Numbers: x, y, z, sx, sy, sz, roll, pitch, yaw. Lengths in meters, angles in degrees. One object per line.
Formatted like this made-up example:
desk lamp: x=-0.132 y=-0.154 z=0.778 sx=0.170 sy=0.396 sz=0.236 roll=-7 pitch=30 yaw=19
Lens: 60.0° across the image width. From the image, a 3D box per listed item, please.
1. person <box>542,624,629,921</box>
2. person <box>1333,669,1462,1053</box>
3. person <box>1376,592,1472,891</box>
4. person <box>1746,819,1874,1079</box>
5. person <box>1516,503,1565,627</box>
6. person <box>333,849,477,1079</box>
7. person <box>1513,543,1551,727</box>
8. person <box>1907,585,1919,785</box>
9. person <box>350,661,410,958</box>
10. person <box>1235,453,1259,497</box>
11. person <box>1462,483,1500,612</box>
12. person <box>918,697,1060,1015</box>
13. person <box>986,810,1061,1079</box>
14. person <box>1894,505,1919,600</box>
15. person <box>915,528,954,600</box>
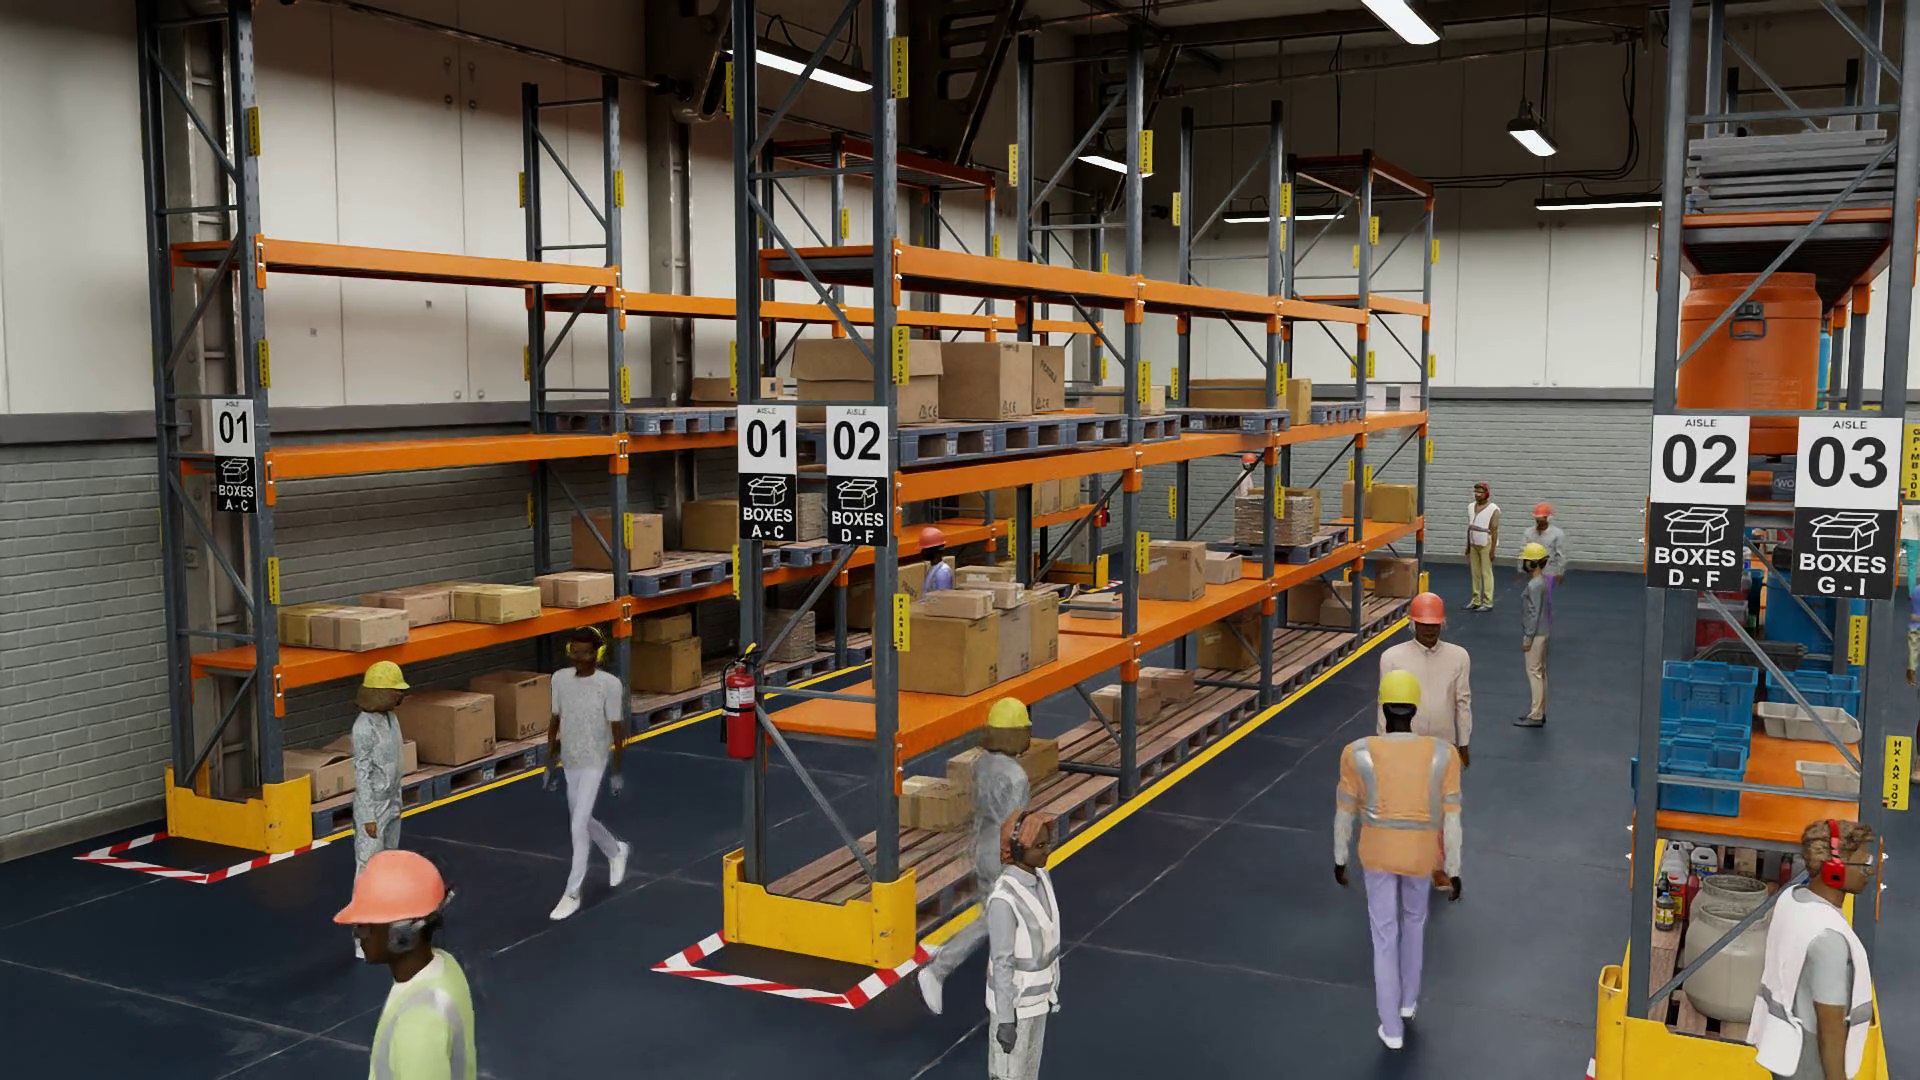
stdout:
person: x=-2.367 y=1.425 z=10.643 sx=0.547 sy=1.834 sz=0.850 roll=2 pitch=6 yaw=20
person: x=2.236 y=1.600 z=8.578 sx=0.621 sy=1.896 sz=0.807 roll=1 pitch=6 yaw=7
person: x=3.045 y=1.324 z=10.903 sx=0.617 sy=1.987 sz=0.392 roll=0 pitch=6 yaw=-1
person: x=3.041 y=1.904 z=5.954 sx=0.392 sy=1.837 sz=0.563 roll=1 pitch=6 yaw=13
person: x=7.345 y=0.395 z=21.094 sx=0.431 sy=1.739 sz=0.570 roll=-5 pitch=8 yaw=-40
person: x=-1.523 y=1.914 z=5.020 sx=0.760 sy=2.024 sz=0.615 roll=-1 pitch=6 yaw=-14
person: x=5.496 y=0.910 z=15.965 sx=0.312 sy=1.767 sz=0.533 roll=3 pitch=7 yaw=29
person: x=8.083 y=1.017 z=13.586 sx=0.611 sy=2.042 sz=0.395 roll=4 pitch=7 yaw=32
person: x=-3.365 y=1.567 z=9.730 sx=0.325 sy=1.737 sz=0.486 roll=1 pitch=6 yaw=5
person: x=4.964 y=-0.519 z=28.816 sx=0.407 sy=1.986 sz=0.618 roll=1 pitch=6 yaw=12
person: x=7.391 y=0.101 z=23.503 sx=0.385 sy=1.837 sz=0.563 roll=-3 pitch=6 yaw=-24
person: x=0.161 y=1.682 z=8.715 sx=0.682 sy=1.718 sz=0.509 roll=-3 pitch=7 yaw=-26
person: x=0.255 y=1.911 z=6.831 sx=0.308 sy=1.639 sz=0.524 roll=2 pitch=6 yaw=21
person: x=14.070 y=0.007 z=24.741 sx=0.525 sy=1.770 sz=0.306 roll=5 pitch=8 yaw=40
person: x=-0.239 y=0.843 z=15.833 sx=0.375 sy=1.927 sz=0.543 roll=-1 pitch=6 yaw=-9
